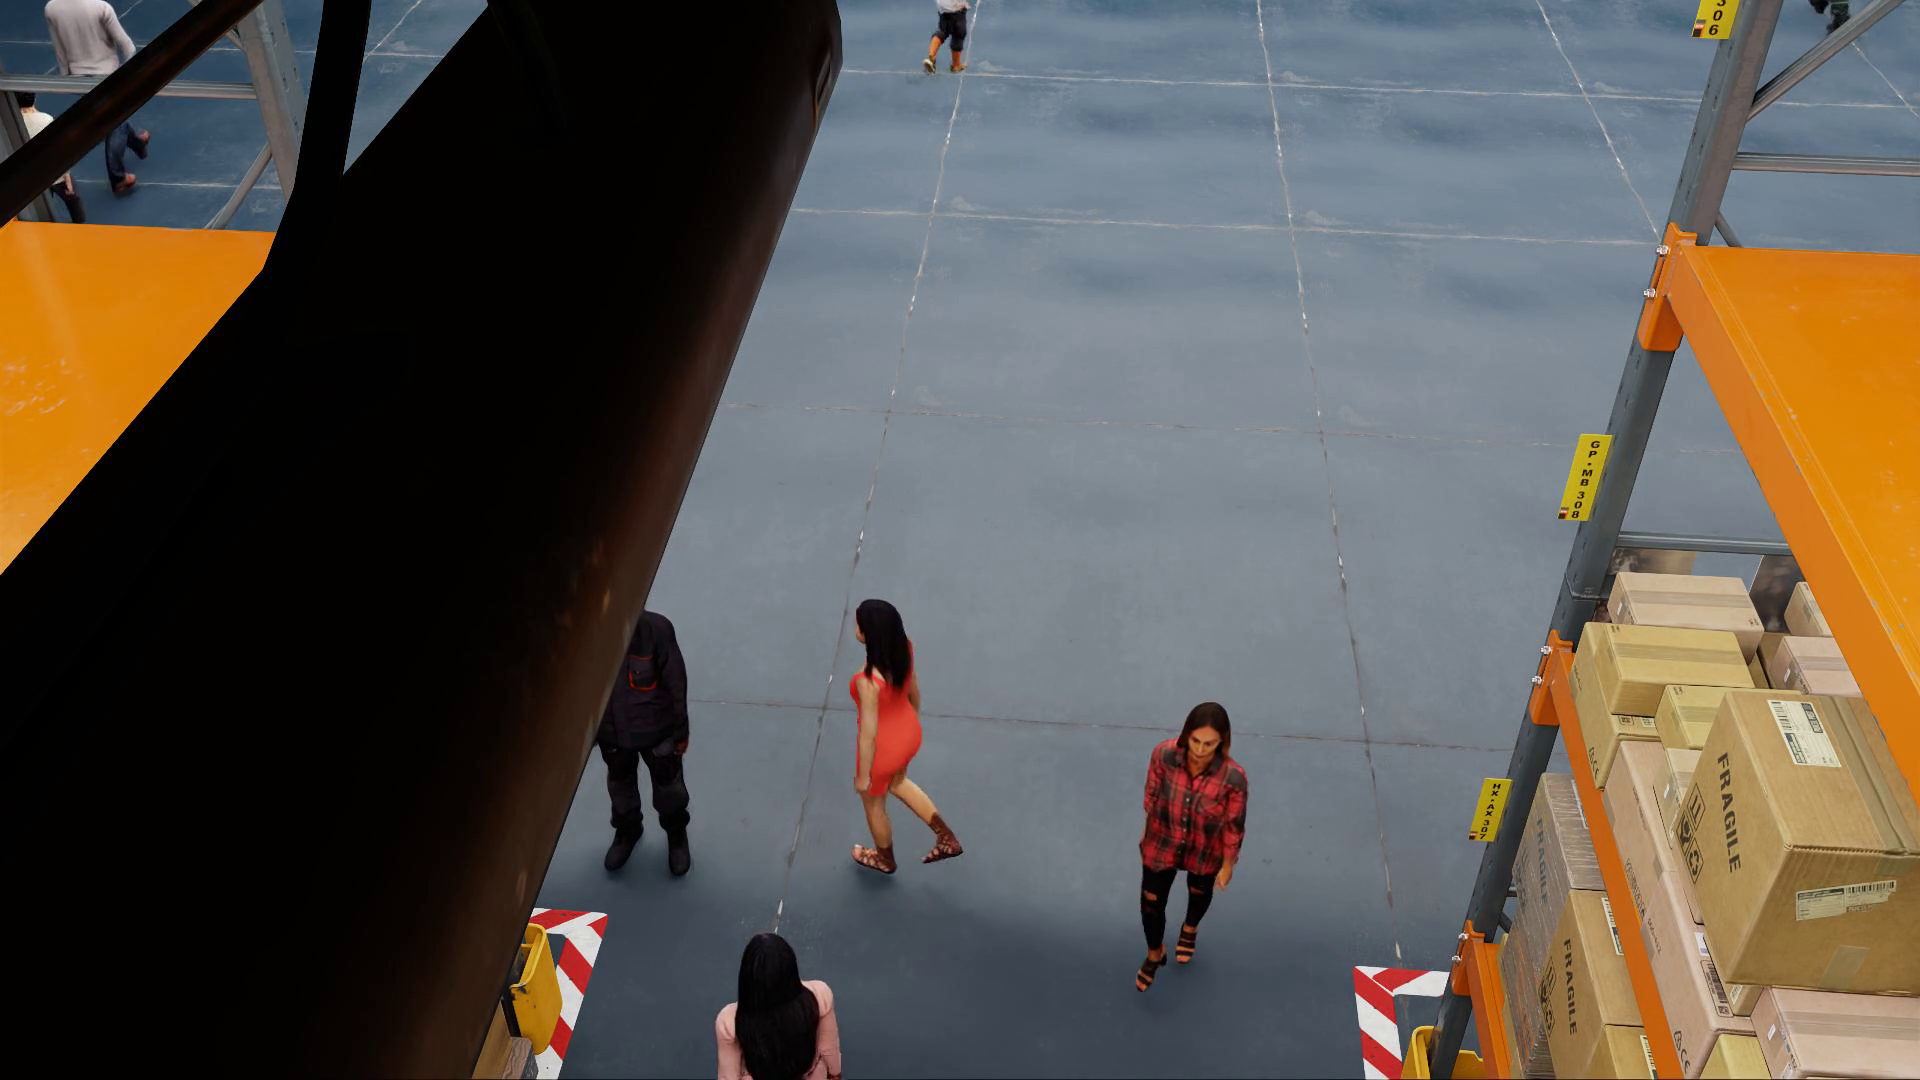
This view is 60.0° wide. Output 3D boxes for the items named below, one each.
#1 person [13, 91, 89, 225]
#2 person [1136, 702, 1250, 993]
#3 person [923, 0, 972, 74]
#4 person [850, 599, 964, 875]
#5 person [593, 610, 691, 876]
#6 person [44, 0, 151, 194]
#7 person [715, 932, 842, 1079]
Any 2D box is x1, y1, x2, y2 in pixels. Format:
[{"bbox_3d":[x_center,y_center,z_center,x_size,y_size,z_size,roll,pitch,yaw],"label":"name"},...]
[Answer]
[{"bbox_3d":[-7.019,-2.743,12.740,0.699,1.558,1.035,-3,38,-4],"label":"person"},{"bbox_3d":[1.056,1.302,7.471,0.738,1.678,0.798,15,40,18],"label":"person"},{"bbox_3d":[-0.129,-5.191,15.957,0.824,1.449,0.903,30,47,33],"label":"person"},{"bbox_3d":[-0.261,0.998,7.837,0.845,1.706,0.851,14,40,17],"label":"person"},{"bbox_3d":[-1.546,0.841,7.941,0.697,1.825,0.576,2,38,3],"label":"person"},{"bbox_3d":[-7.201,-3.816,13.871,0.818,1.852,1.219,0,38,1],"label":"person"},{"bbox_3d":[-0.651,2.180,6.329,0.842,1.702,1.018,-11,39,-13],"label":"person"}]
